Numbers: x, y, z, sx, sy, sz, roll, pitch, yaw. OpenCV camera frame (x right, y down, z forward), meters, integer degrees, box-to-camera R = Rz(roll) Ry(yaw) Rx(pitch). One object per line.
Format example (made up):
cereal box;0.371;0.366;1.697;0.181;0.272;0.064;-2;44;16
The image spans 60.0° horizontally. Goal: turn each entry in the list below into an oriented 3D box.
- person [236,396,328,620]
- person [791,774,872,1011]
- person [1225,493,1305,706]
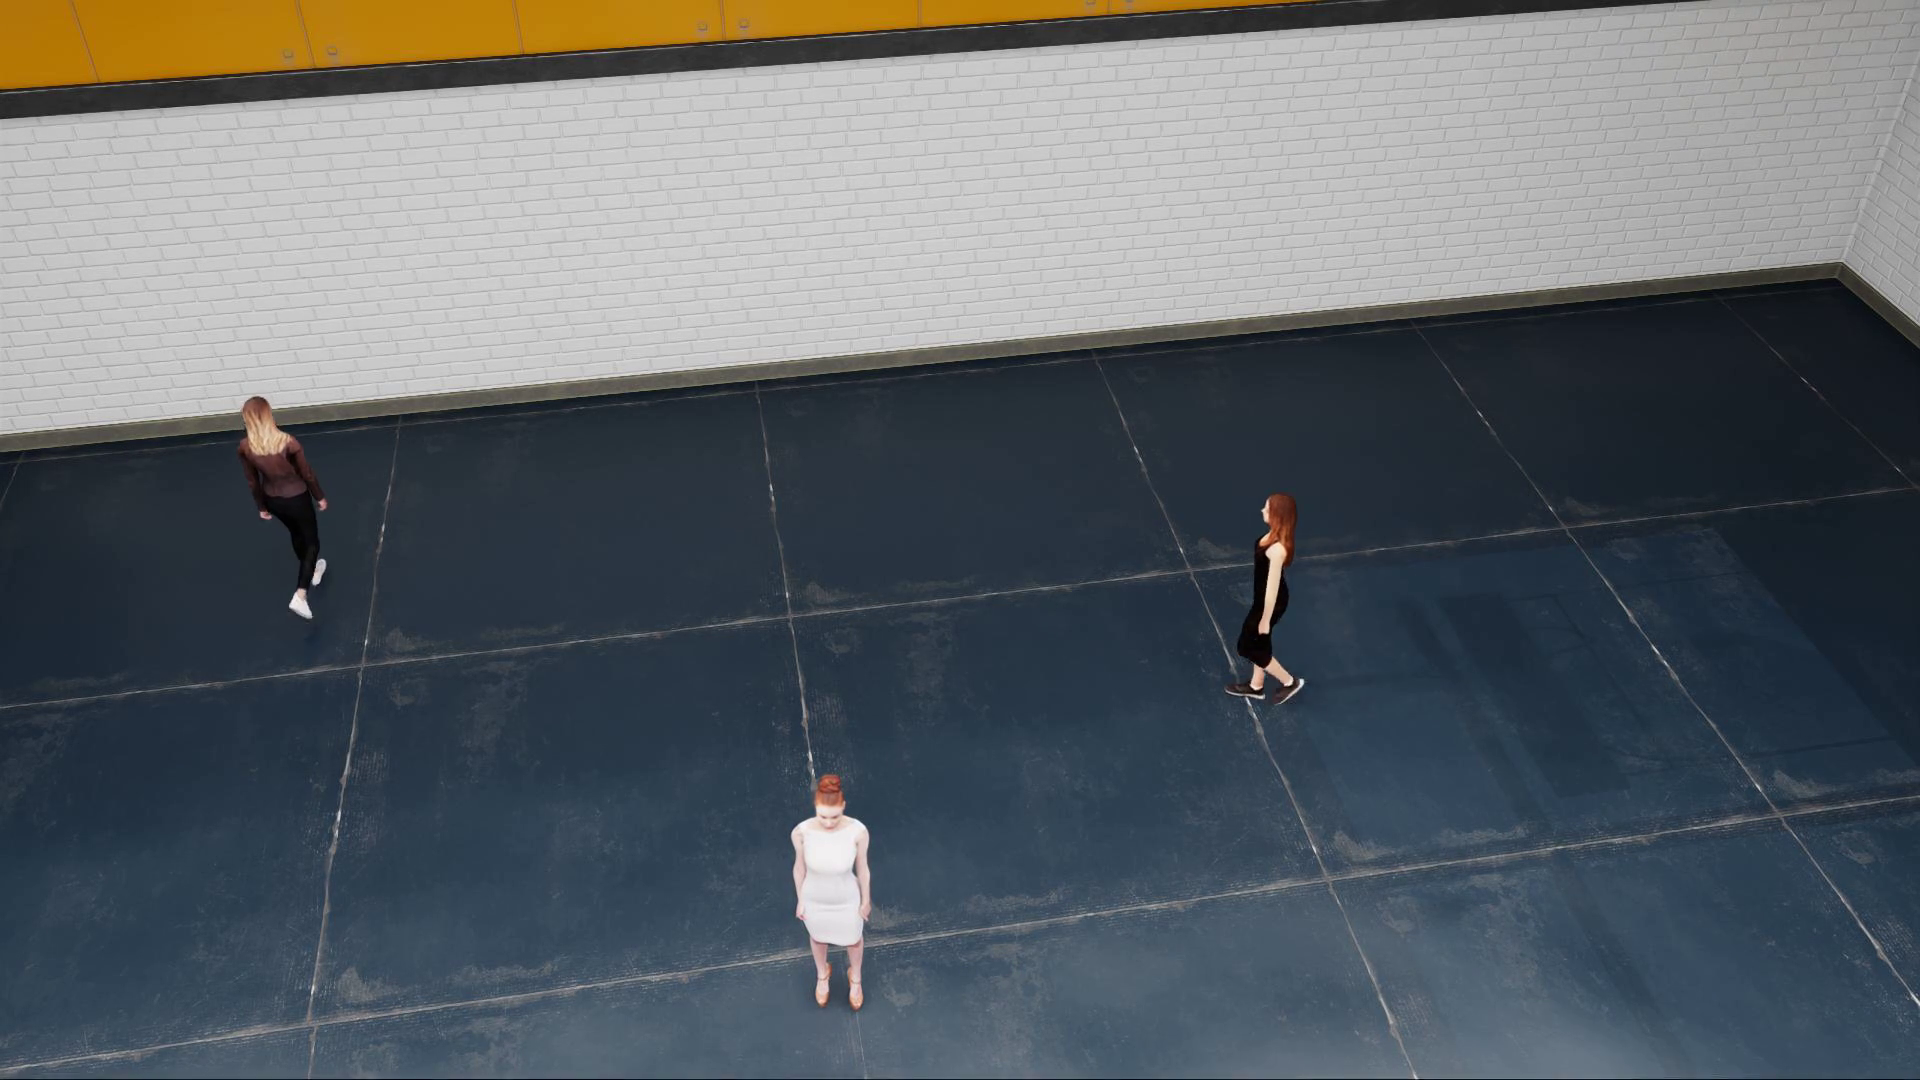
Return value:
person;-4.718;-0.212;11.656;0.767;1.681;1.081;1;39;1
person;-0.677;1.904;8.915;0.592;1.794;0.546;1;39;1
person;2.089;0.420;10.832;0.806;1.721;0.785;7;39;9
